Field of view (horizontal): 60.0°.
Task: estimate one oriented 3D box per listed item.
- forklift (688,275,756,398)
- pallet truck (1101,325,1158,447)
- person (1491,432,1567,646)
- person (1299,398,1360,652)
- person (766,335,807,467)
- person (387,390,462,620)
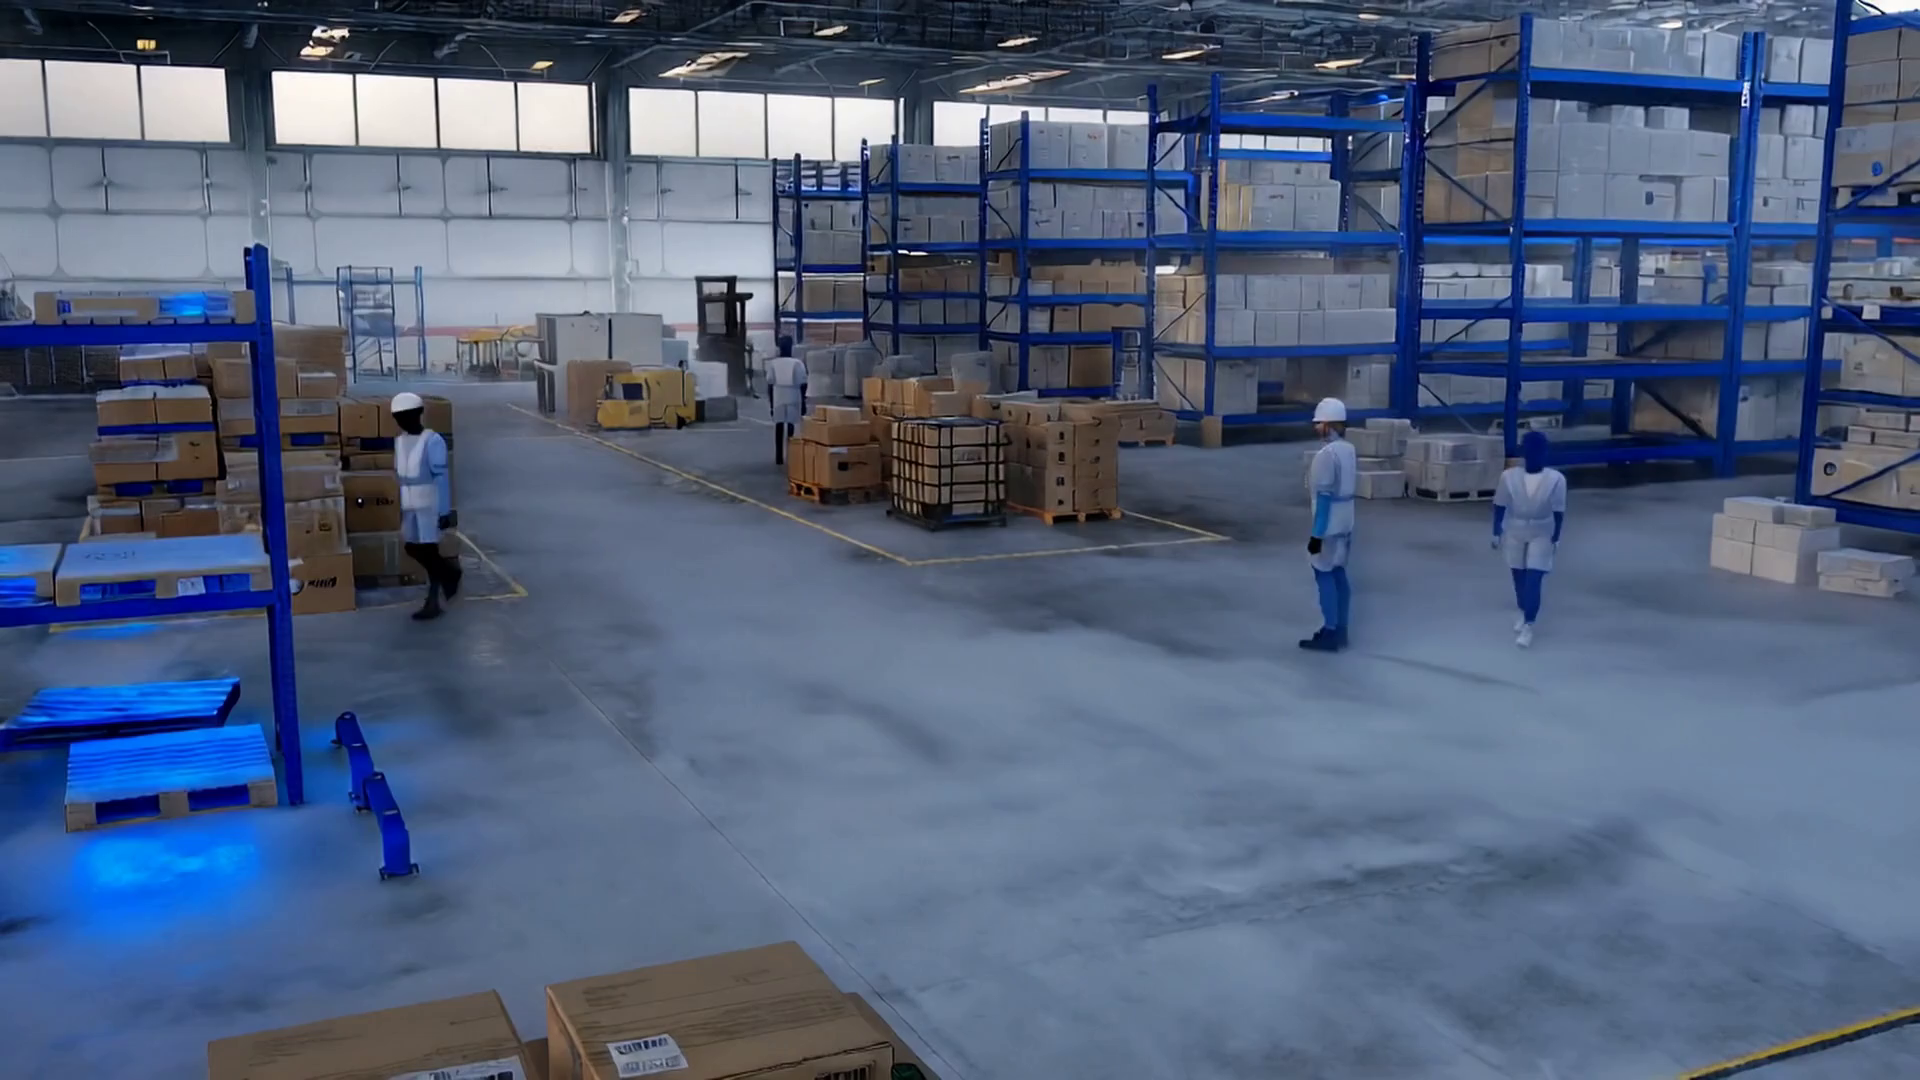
[{"bbox_3d":[-5.469,-4.570,37.441,1.129,2.768,1.873,-5,10,-26],"label":"forklift"},{"bbox_3d":[2.881,-2.596,27.923,0.823,1.965,1.885,-1,9,-7],"label":"pallet truck"},{"bbox_3d":[4.455,-0.028,13.060,0.535,1.650,0.889,5,10,29],"label":"person"},{"bbox_3d":[2.812,-0.109,12.719,0.373,1.934,0.563,7,12,38],"label":"person"},{"bbox_3d":[-2.561,-2.058,24.683,0.606,1.966,0.367,1,9,4],"label":"person"},{"bbox_3d":[-4.474,-0.313,14.017,0.574,1.915,0.627,5,10,27],"label":"person"}]
